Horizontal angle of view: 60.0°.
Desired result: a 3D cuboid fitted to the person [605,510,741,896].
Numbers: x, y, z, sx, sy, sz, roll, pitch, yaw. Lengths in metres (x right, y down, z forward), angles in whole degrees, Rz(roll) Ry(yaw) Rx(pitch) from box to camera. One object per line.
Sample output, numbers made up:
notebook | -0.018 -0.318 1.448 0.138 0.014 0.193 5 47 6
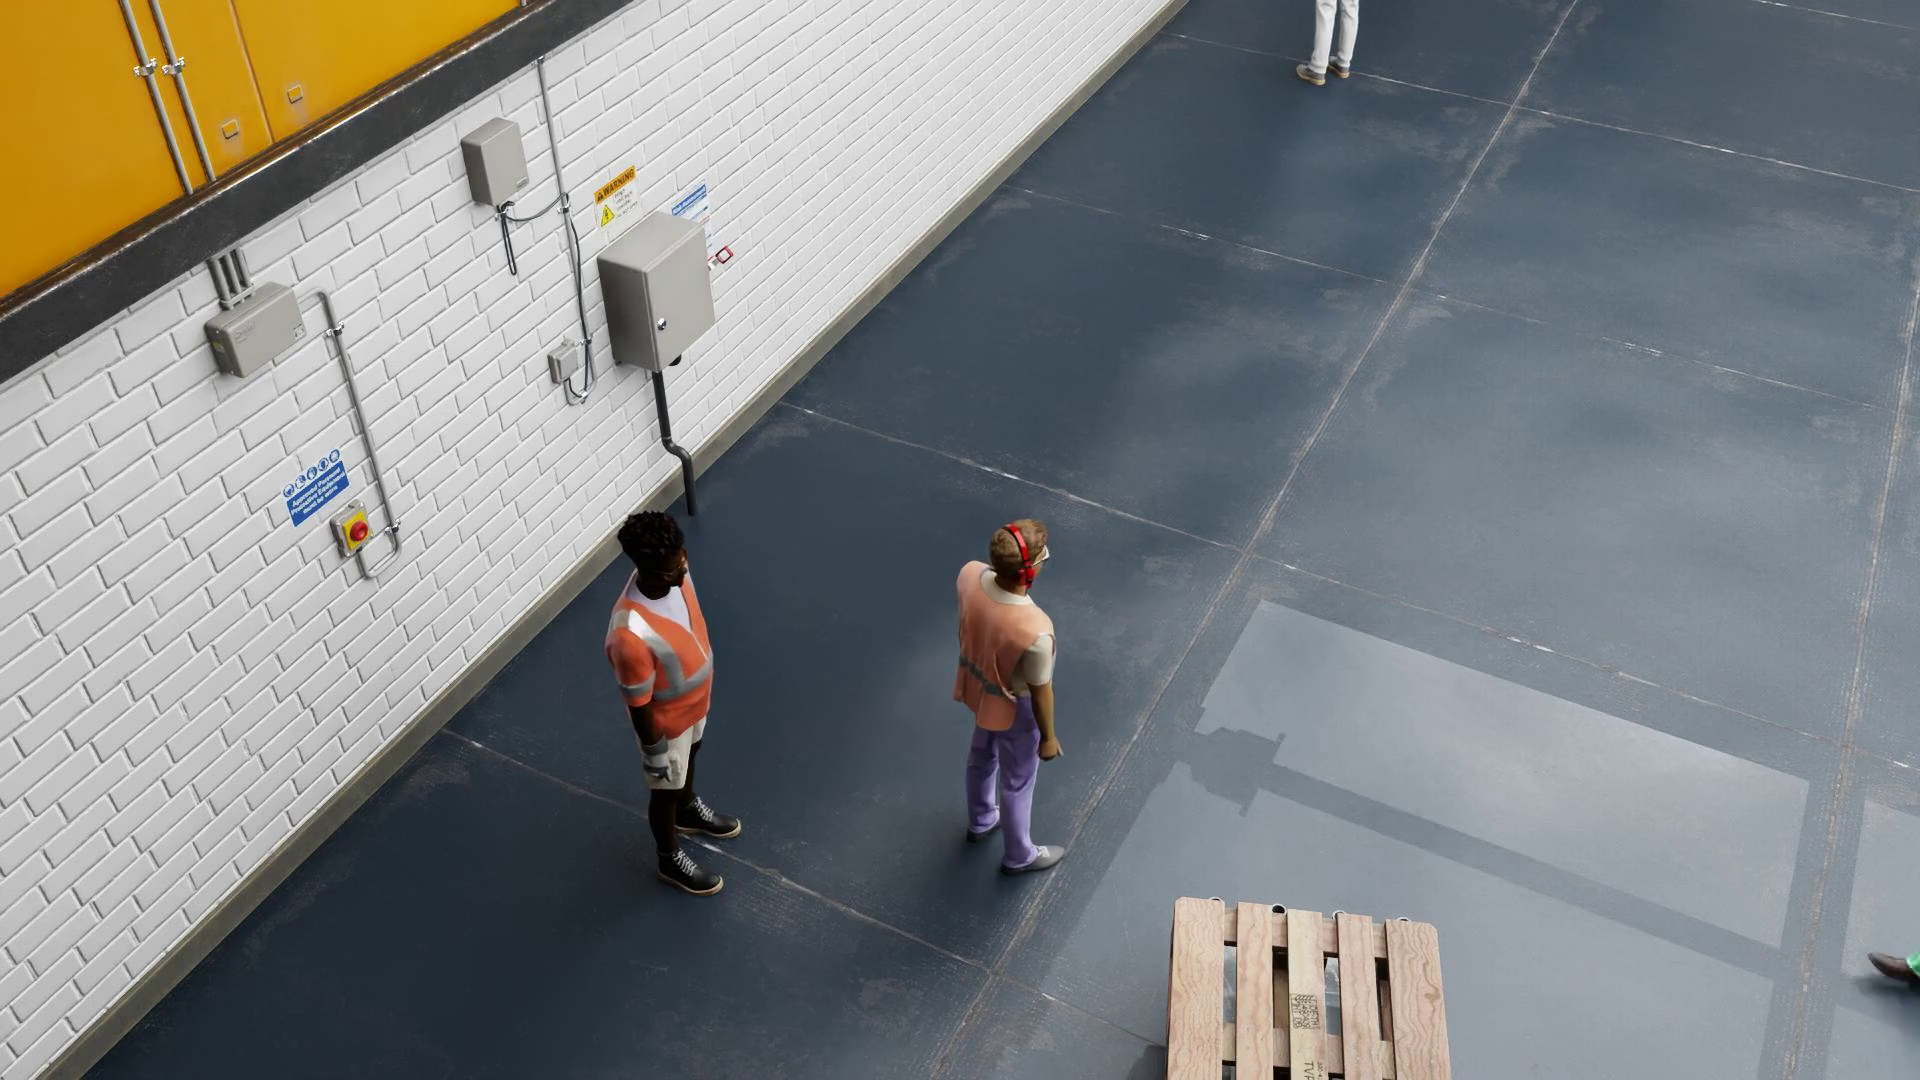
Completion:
person | -1.170 0.653 6.782 0.361 1.963 0.612 7 41 8

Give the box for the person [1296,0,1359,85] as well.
person | 2.905 -4.429 12.735 0.572 1.886 0.358 -17 44 -19

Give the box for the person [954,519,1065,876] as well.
person | 0.189 0.670 6.853 0.389 1.847 0.564 -24 46 -25

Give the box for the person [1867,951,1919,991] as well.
person | 4.132 1.264 6.189 0.900 1.798 0.532 9 42 10
